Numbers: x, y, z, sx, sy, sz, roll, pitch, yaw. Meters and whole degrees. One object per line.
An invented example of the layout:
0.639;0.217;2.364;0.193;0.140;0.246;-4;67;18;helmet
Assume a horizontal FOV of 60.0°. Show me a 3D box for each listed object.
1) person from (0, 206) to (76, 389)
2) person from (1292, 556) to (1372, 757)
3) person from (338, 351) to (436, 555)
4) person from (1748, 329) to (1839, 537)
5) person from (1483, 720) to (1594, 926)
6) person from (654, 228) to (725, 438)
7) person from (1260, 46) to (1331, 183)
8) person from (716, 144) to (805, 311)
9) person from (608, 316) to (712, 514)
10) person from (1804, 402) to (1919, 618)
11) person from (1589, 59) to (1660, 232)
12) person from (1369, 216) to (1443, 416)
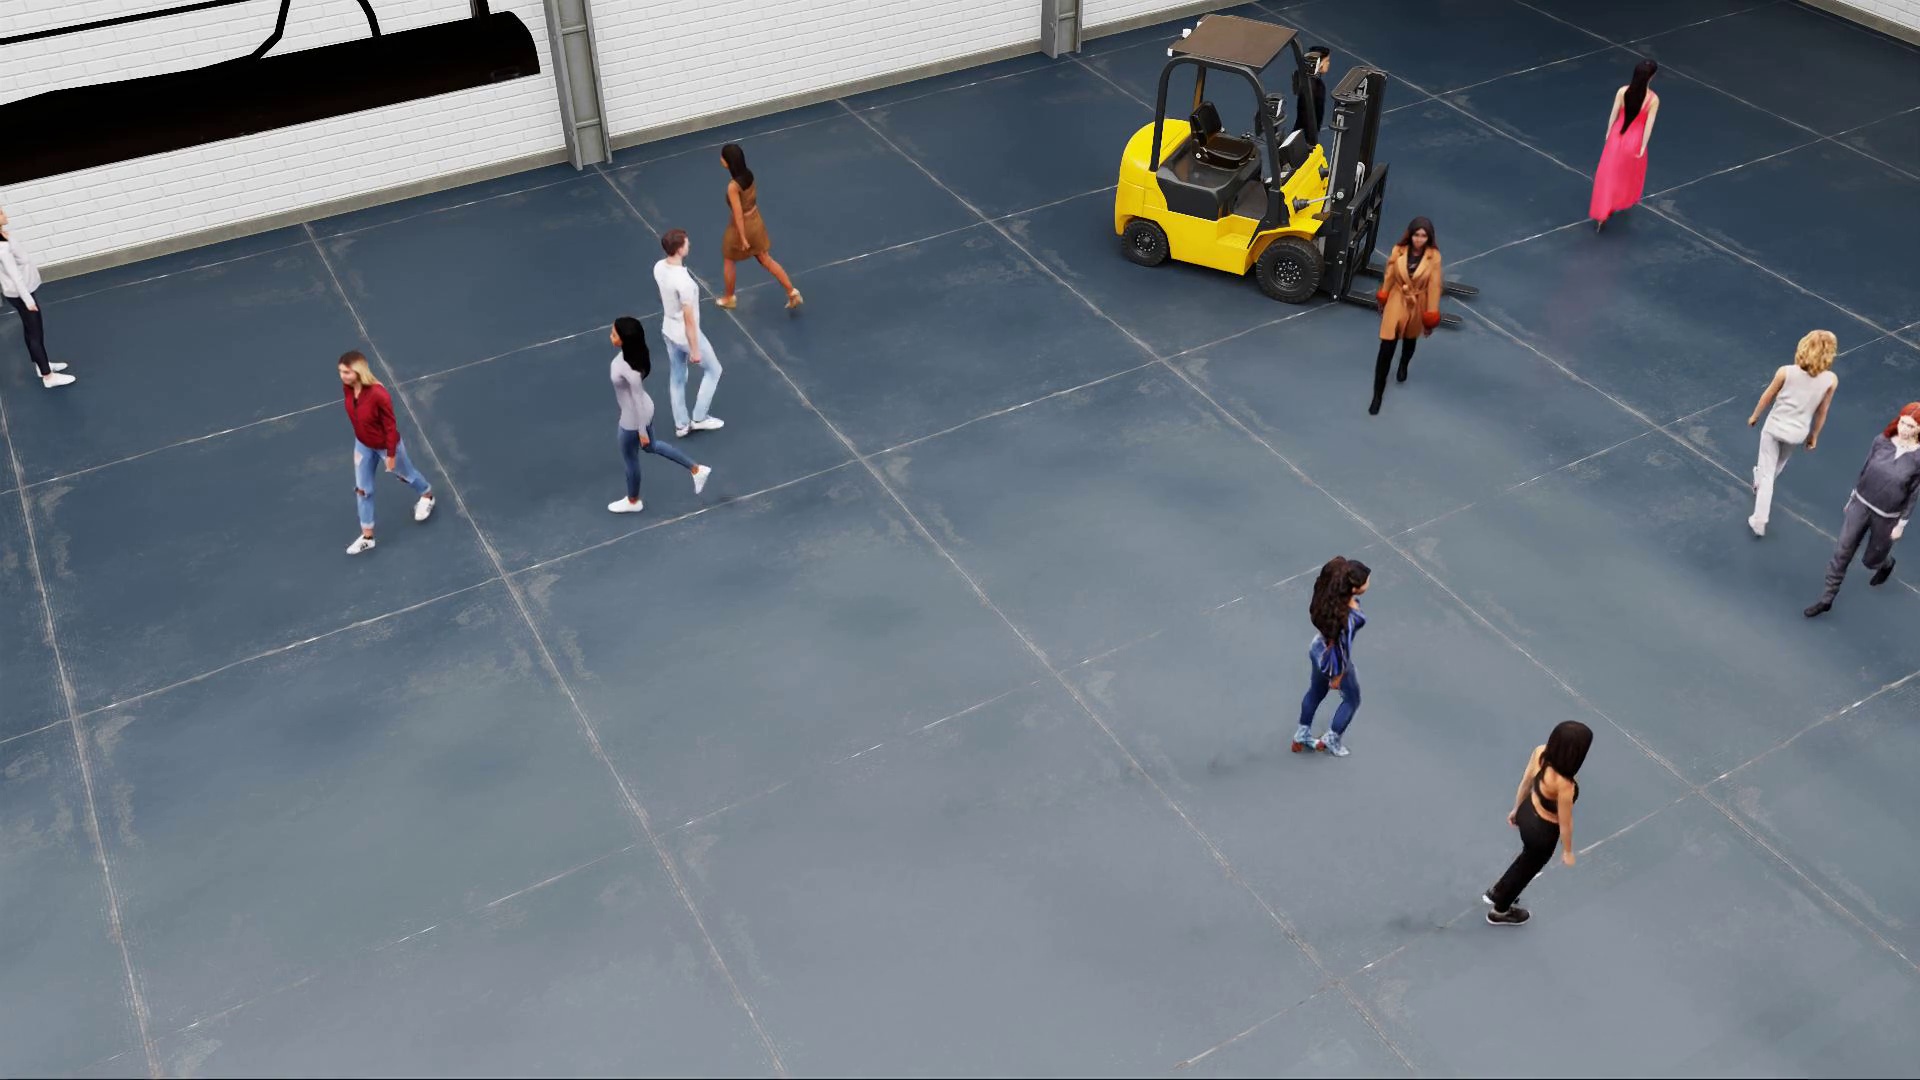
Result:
-7.924;-2.091;14.023;0.555;1.700;0.623;-24;44;-27;person
2.286;0.763;10.522;0.718;1.610;0.704;-8;39;-10;person
-4.268;-0.725;12.402;1.018;1.588;1.160;16;41;19;person
6.172;-0.776;12.433;1.054;1.629;1.114;9;39;11;person
3.200;1.637;9.410;0.692;1.632;0.654;-3;39;-4;person
-2.284;-1.599;13.295;0.703;1.840;0.742;-29;47;-31;person
3.378;-4.047;16.467;1.029;1.707;1.027;15;41;18;person
-1.828;-2.742;14.876;1.059;1.652;1.045;12;40;15;person
-2.336;-0.935;12.565;1.145;1.713;0.925;-3;39;-4;person
6.451;-0.211;11.623;0.976;1.756;0.607;-21;43;-25;person
6.441;-3.805;16.169;0.871;1.700;1.041;21;43;24;person
3.732;-1.929;13.849;1.177;1.663;1.301;14;41;17;person
